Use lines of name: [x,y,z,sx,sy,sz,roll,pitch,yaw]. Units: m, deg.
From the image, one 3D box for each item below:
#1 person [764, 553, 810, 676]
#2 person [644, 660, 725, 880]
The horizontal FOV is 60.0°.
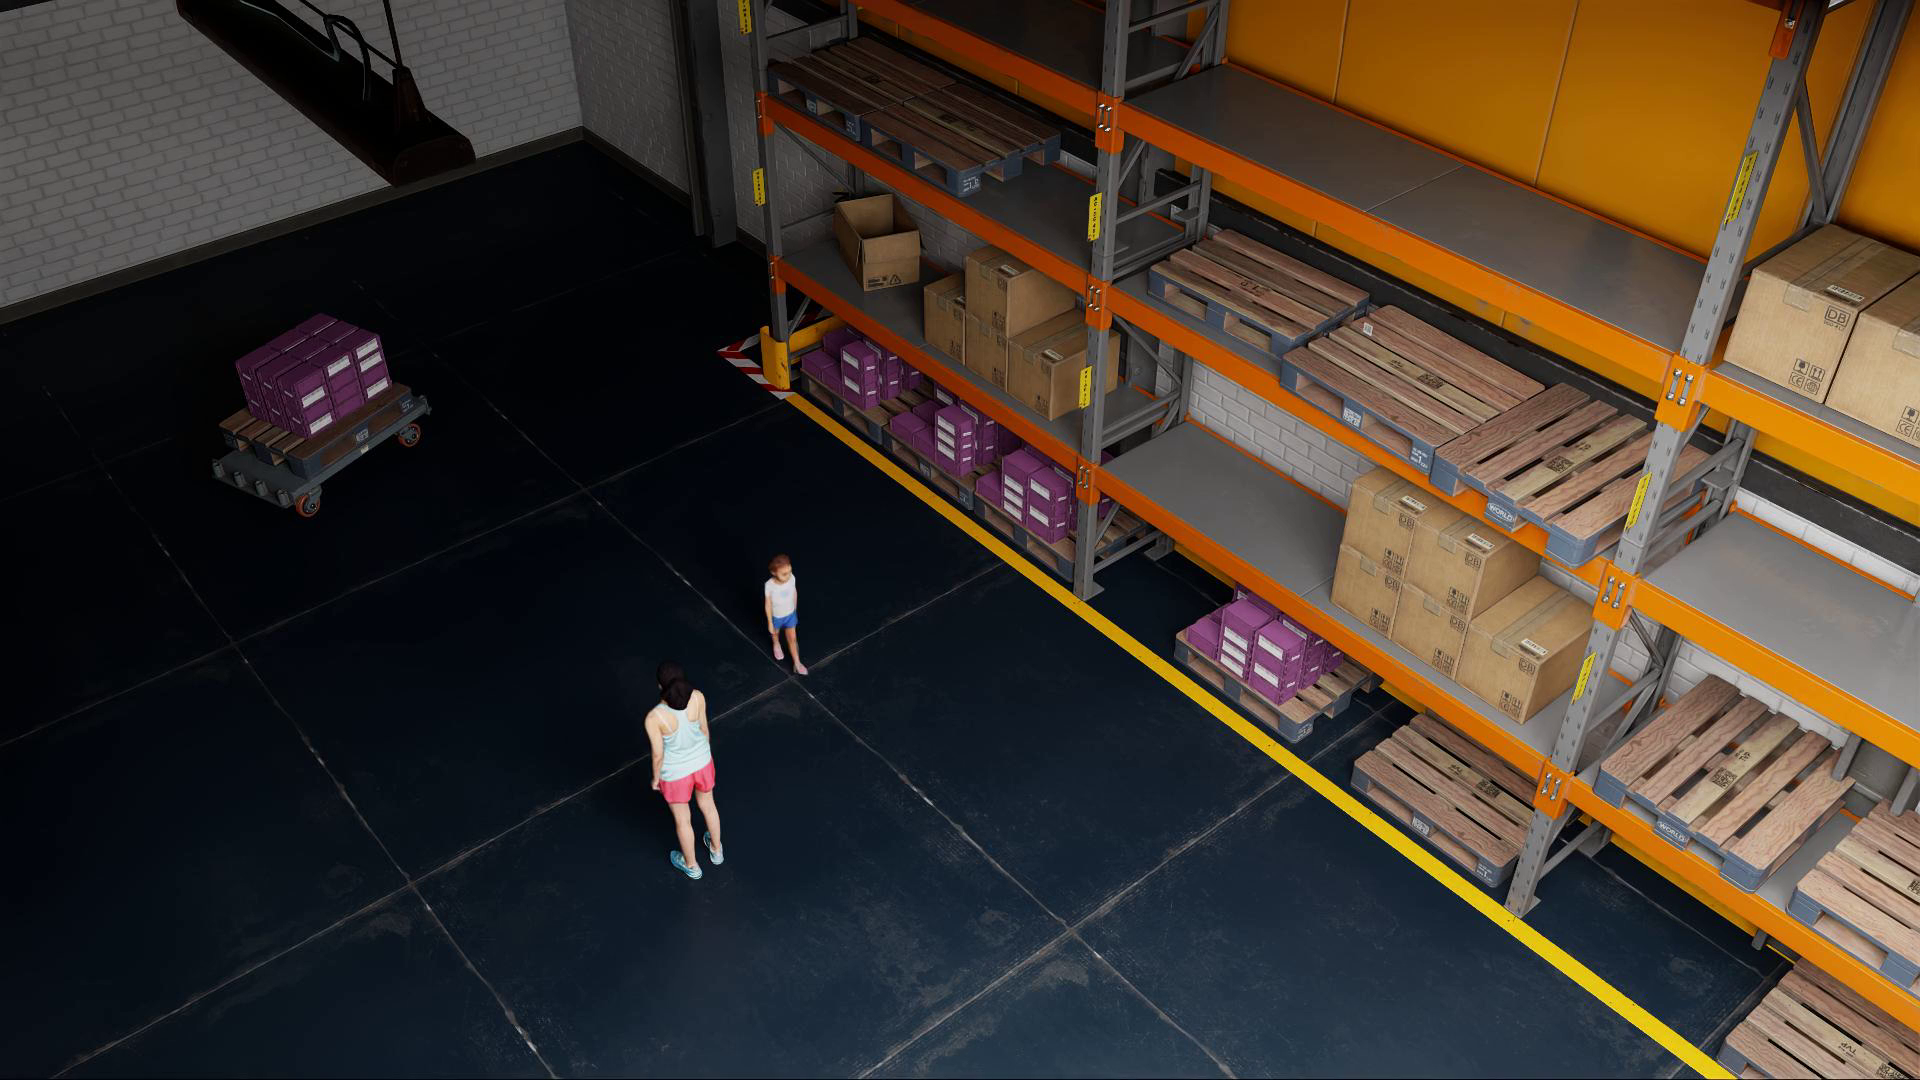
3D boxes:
person: [-1.322,0.482,12.073,0.537,0.996,0.738,-16,41,-19]
person: [-1.704,1.407,10.298,0.592,1.764,0.583,-25,45,-28]
